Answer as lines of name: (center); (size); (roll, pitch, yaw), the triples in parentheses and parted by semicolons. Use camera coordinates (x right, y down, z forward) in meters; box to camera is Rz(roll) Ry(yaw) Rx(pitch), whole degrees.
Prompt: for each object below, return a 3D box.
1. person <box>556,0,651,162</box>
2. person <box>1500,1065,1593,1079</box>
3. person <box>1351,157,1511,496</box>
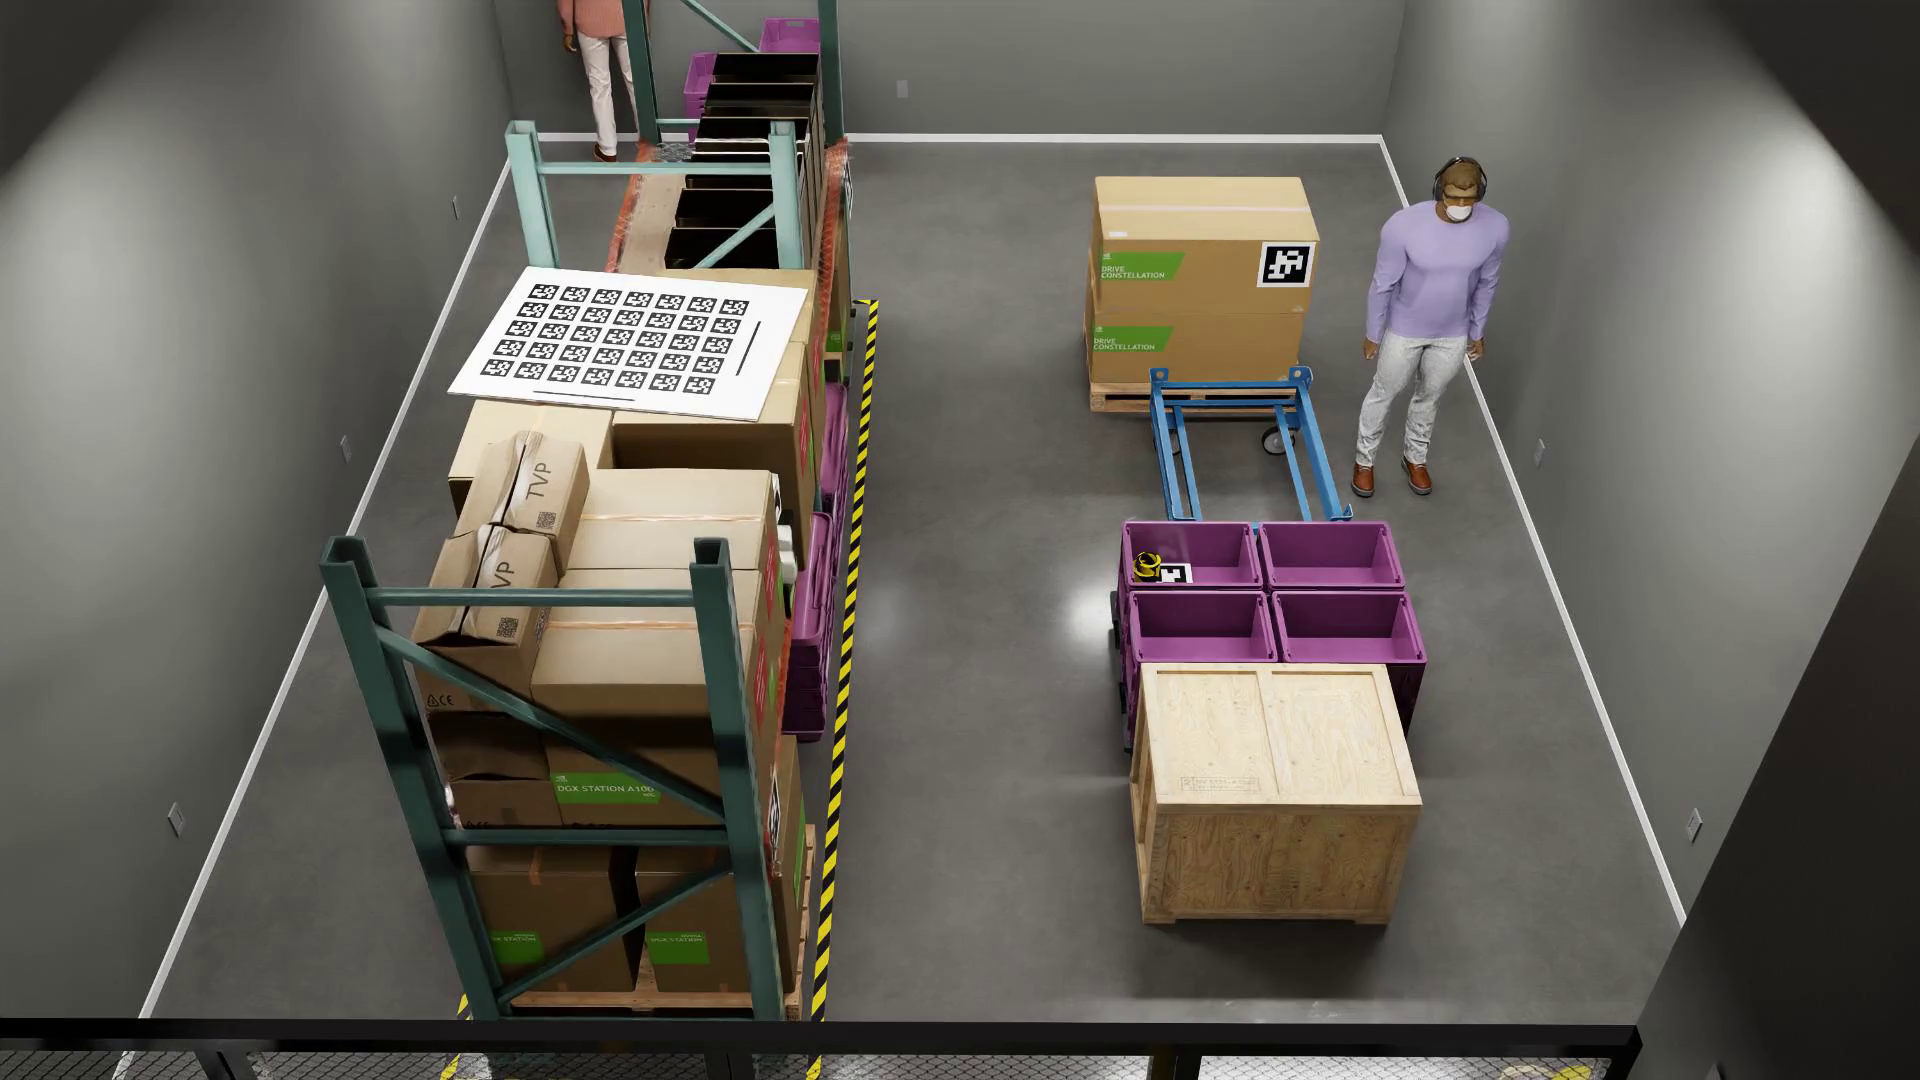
person: (-2.341, -3.426, 10.977); (0.610, 1.996, 0.378); (-16, 44, -17)
person: (1.620, 2.069, 4.834); (0.404, 1.829, 0.600); (5, 41, 6)
person: (2.328, -1.052, 8.313); (0.635, 1.937, 0.355); (-2, 41, -2)
